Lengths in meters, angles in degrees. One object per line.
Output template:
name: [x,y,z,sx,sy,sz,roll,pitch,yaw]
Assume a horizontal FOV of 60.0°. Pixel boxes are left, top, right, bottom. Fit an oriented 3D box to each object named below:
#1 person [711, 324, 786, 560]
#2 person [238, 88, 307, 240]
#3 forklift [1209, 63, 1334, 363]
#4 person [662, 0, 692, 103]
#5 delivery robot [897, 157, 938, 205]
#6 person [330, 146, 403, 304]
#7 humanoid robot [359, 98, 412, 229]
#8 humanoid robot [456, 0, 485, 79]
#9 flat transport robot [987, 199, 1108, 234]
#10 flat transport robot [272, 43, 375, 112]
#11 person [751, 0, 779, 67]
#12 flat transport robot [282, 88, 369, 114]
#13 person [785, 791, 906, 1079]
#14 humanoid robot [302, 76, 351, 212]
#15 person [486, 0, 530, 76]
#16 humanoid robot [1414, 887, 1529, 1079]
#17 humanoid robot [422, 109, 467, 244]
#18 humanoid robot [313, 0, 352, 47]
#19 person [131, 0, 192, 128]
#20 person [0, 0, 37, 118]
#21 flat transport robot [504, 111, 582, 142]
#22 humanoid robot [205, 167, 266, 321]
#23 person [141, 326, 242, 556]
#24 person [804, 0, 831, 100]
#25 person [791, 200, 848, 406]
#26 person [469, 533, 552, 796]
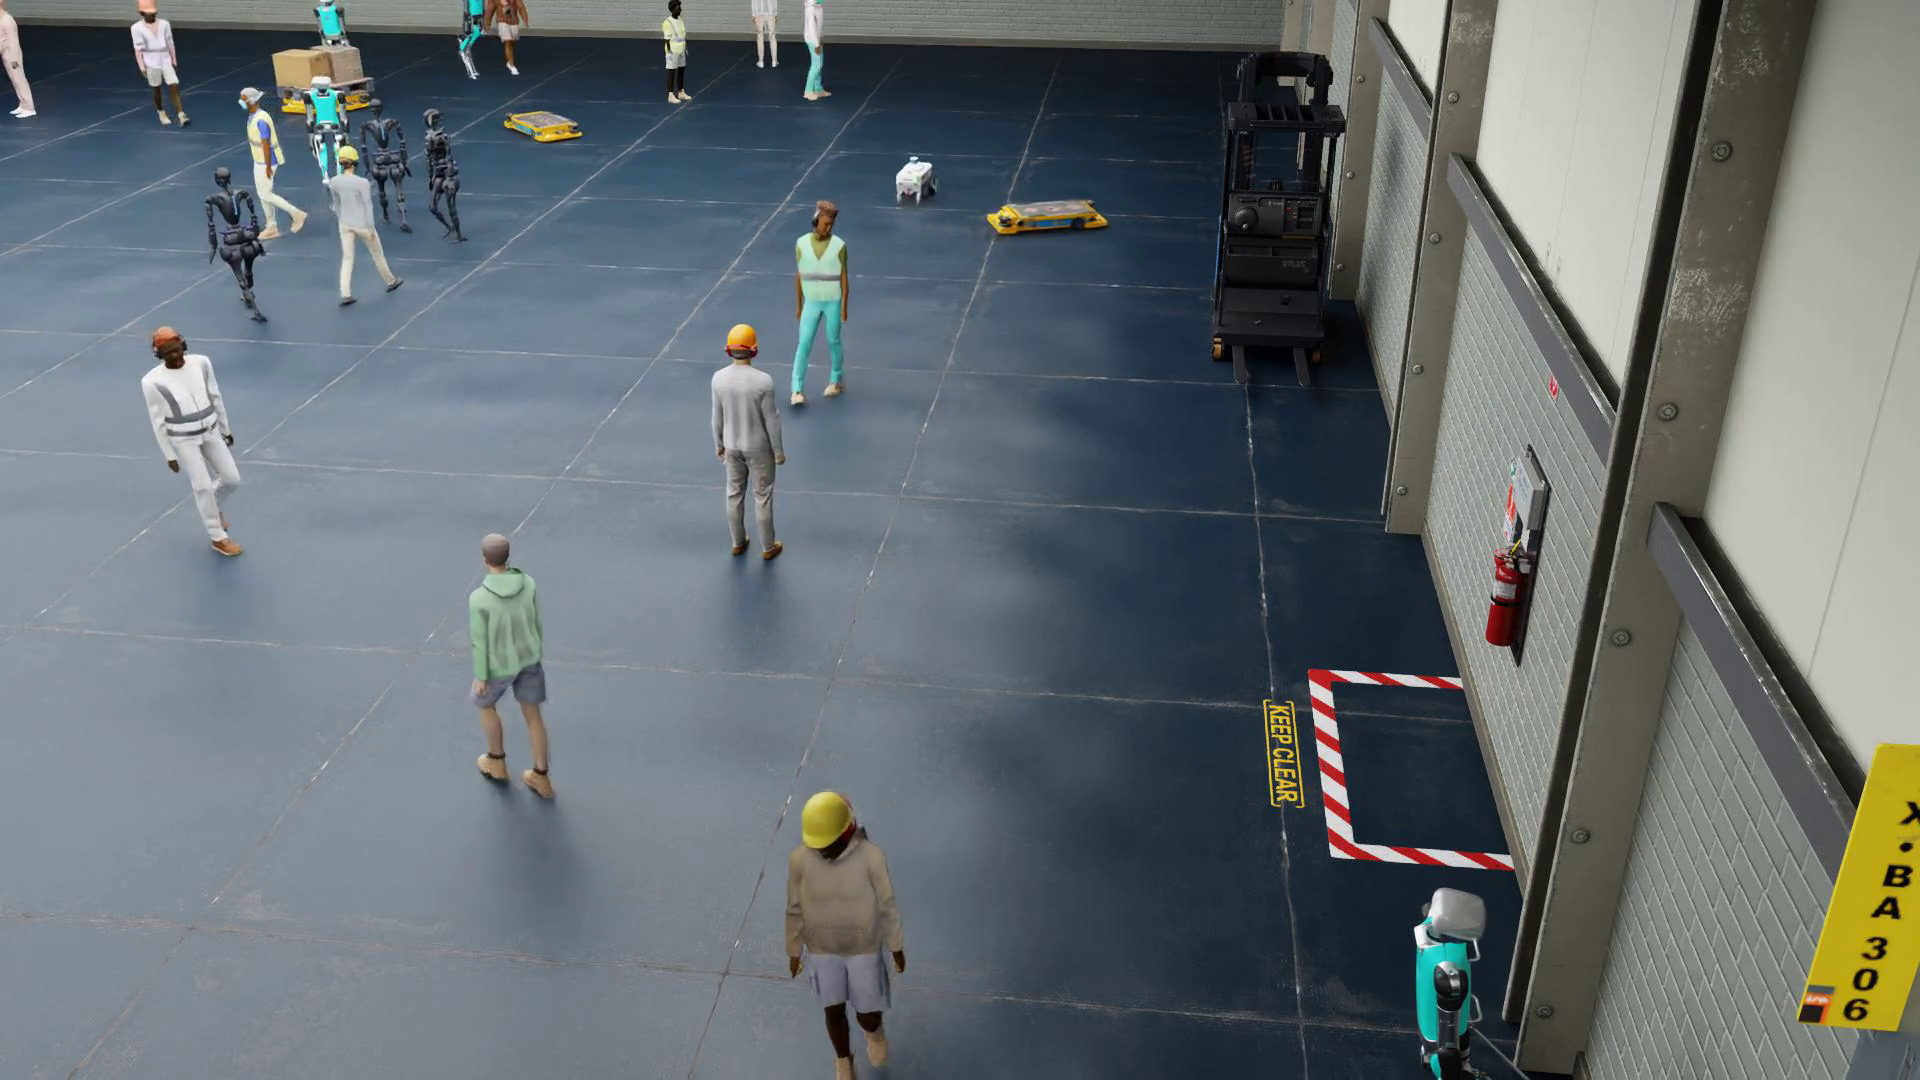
person: [-1.629,-0.746,12.824,0.569,1.889,0.389,7,28,14]
person: [-8.611,-4.675,20.681,0.549,1.874,0.544,-19,32,-32]
forklift: [3.241,-3.477,17.183,1.129,2.768,1.873,3,27,6]
person: [-4.769,-8.224,27.970,0.322,1.691,0.531,13,30,25]
delivery robot: [-0.618,-4.897,22.590,0.499,0.590,0.793,6,27,12]
person: [-6.732,-3.533,18.576,0.534,1.706,0.918,7,27,14]
humanoid robot: [-7.295,-4.779,21.160,0.589,1.621,0.762,-15,30,-27]
humanoid robot: [-8.850,-9.164,29.799,0.782,1.786,0.537,11,29,20]
flat transport robot: [1.126,-4.168,21.459,1.431,0.231,0.659,-6,27,-12]
flat transport robot: [-10.620,-7.372,27.856,1.431,0.231,0.659,16,31,28]
person: [-3.599,-9.695,30.701,0.510,1.874,0.390,-5,27,-9]
flat transport robot: [-10.640,-7.398,27.908,0.659,0.231,1.431,9,28,17]
person: [-0.529,1.884,7.729,0.562,1.742,0.424,2,27,4]
humanoid robot: [-8.195,-5.061,21.626,0.553,1.819,0.706,-6,27,-11]
person: [-8.254,-9.432,30.263,0.721,1.801,0.917,-15,30,-27]
humanoid robot: [2.204,2.210,6.978,0.730,1.695,0.533,3,27,6]
humanoid robot: [-6.366,-4.478,20.509,0.600,1.647,0.369,22,34,37]
humanoid robot: [-10.418,-8.302,28.041,0.534,1.772,0.698,5,27,10]
person: [-12.589,-7.487,26.165,0.632,1.986,1.047,-21,33,-36]
person: [-15.408,-7.831,26.949,0.406,1.904,0.650,-19,33,-34]
flat transport robot: [-6.556,-6.499,26.112,0.659,0.231,1.431,-19,32,-33]
humanoid robot: [-7.869,-3.226,18.061,0.783,1.626,0.602,21,34,36]
person: [-5.927,-0.778,12.901,0.523,1.867,0.599,18,32,31]
person: [-2.465,-8.409,28.139,0.411,1.880,0.615,3,27,5]
person: [-1.346,-2.200,15.678,0.572,1.937,0.793,1,27,2]
person: [-2.777,0.723,10.075,0.506,1.712,0.710,-23,34,-37]
